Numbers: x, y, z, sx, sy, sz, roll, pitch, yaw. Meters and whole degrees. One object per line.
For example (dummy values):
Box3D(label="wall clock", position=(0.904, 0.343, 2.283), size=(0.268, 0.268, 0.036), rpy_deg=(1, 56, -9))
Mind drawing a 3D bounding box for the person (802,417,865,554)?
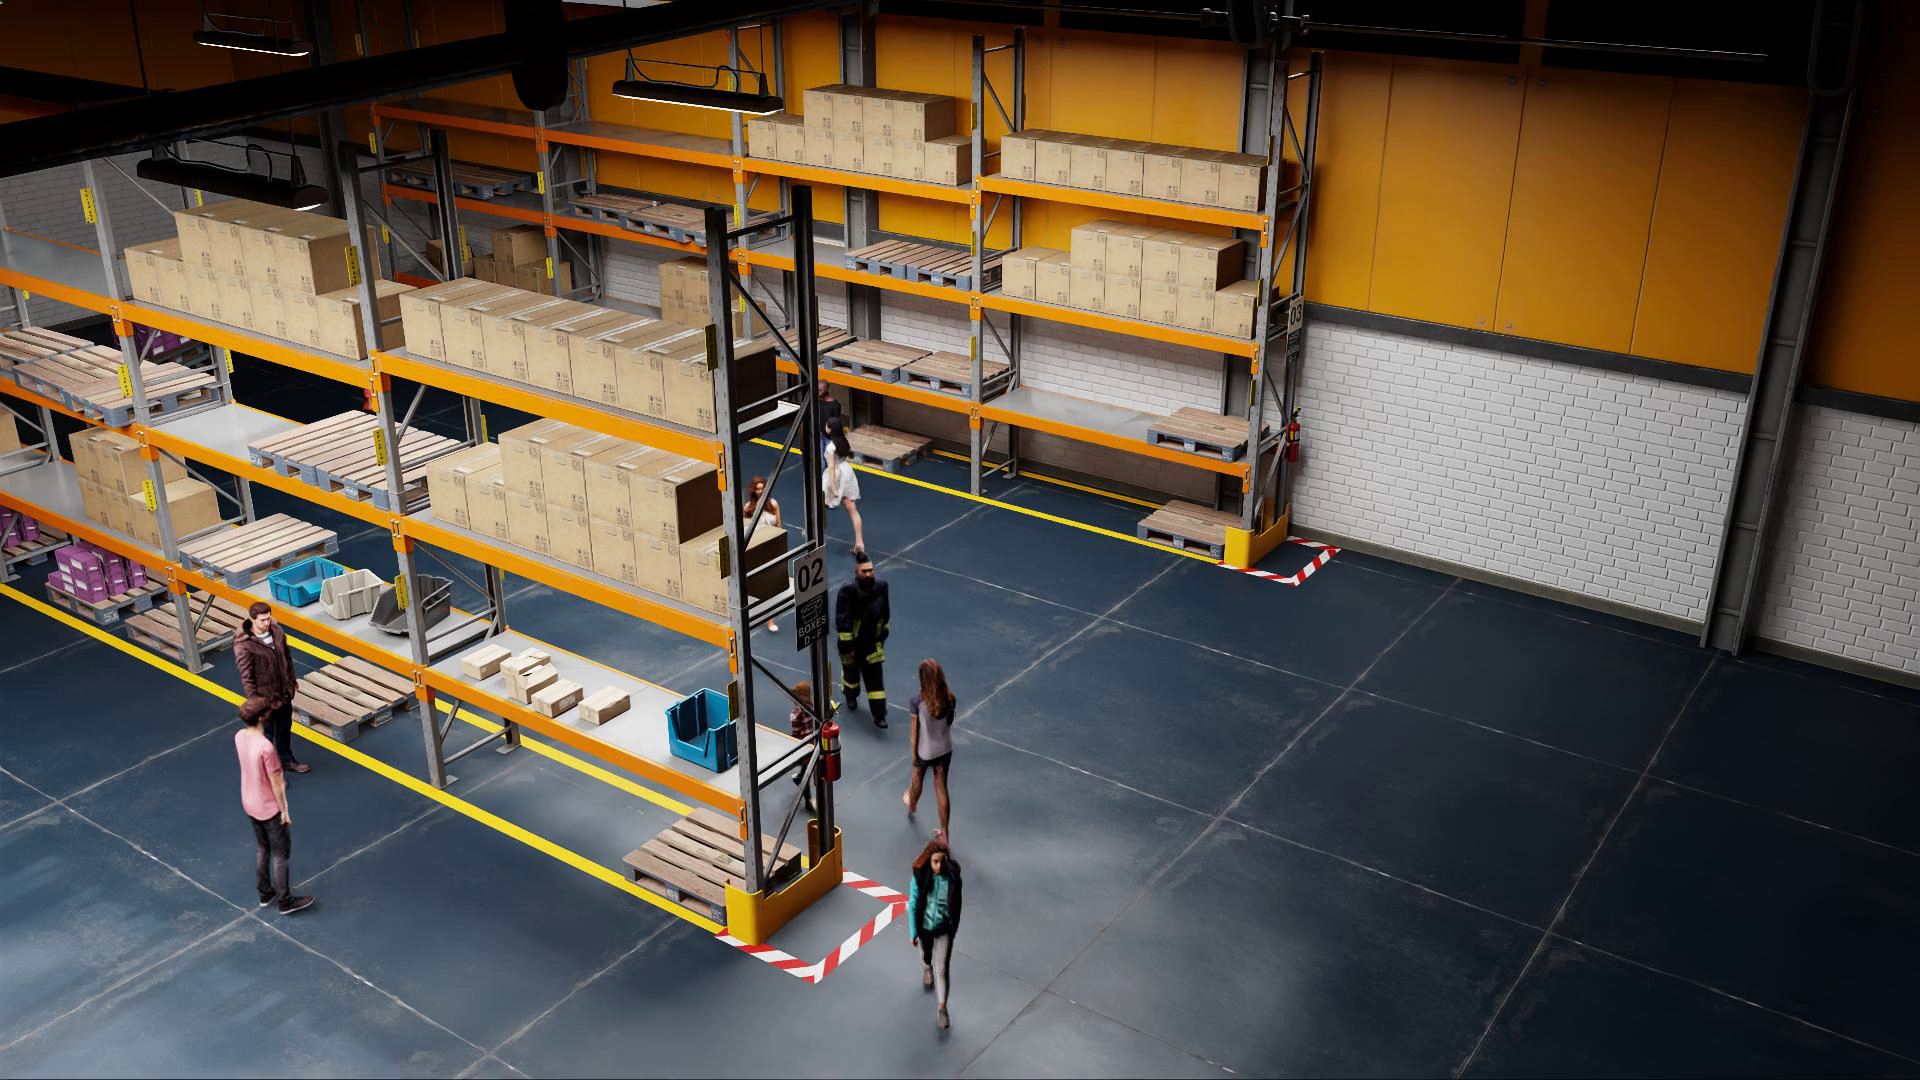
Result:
Box3D(label="person", position=(-1.401, -0.638, 20.404), size=(1.146, 1.727, 0.617), rpy_deg=(15, 28, 31))

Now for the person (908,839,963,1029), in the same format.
Box3D(label="person", position=(-0.209, 2.887, 12.661), size=(0.992, 1.470, 0.986), rpy_deg=(-1, 24, -3))

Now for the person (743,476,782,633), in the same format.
Box3D(label="person", position=(-2.217, 0.097, 18.678), size=(0.940, 1.763, 1.145), rpy_deg=(-10, 26, -22))

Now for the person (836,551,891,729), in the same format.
Box3D(label="person", position=(-1.016, 0.943, 16.674), size=(1.175, 1.819, 1.291), rpy_deg=(-7, 25, -15))

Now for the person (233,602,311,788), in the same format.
Box3D(label="person", position=(-6.467, 1.411, 15.572), size=(0.763, 1.845, 0.818), rpy_deg=(9, 25, 19))

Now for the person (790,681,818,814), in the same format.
Box3D(label="person", position=(-1.444, 1.859, 15.228), size=(0.702, 1.298, 0.569), rpy_deg=(19, 30, 37))

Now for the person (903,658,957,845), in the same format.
Box3D(label="person", position=(-0.205, 1.898, 14.655), size=(0.950, 1.687, 1.073), rpy_deg=(-9, 25, -19))

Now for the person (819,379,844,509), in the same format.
Box3D(label="person", position=(-1.720, -1.296, 21.890), size=(0.481, 1.744, 0.654), rpy_deg=(15, 28, 30))

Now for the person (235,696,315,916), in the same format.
Box3D(label="person", position=(-5.733, 2.181, 13.675), size=(0.508, 1.952, 0.701), rpy_deg=(14, 27, 28))
